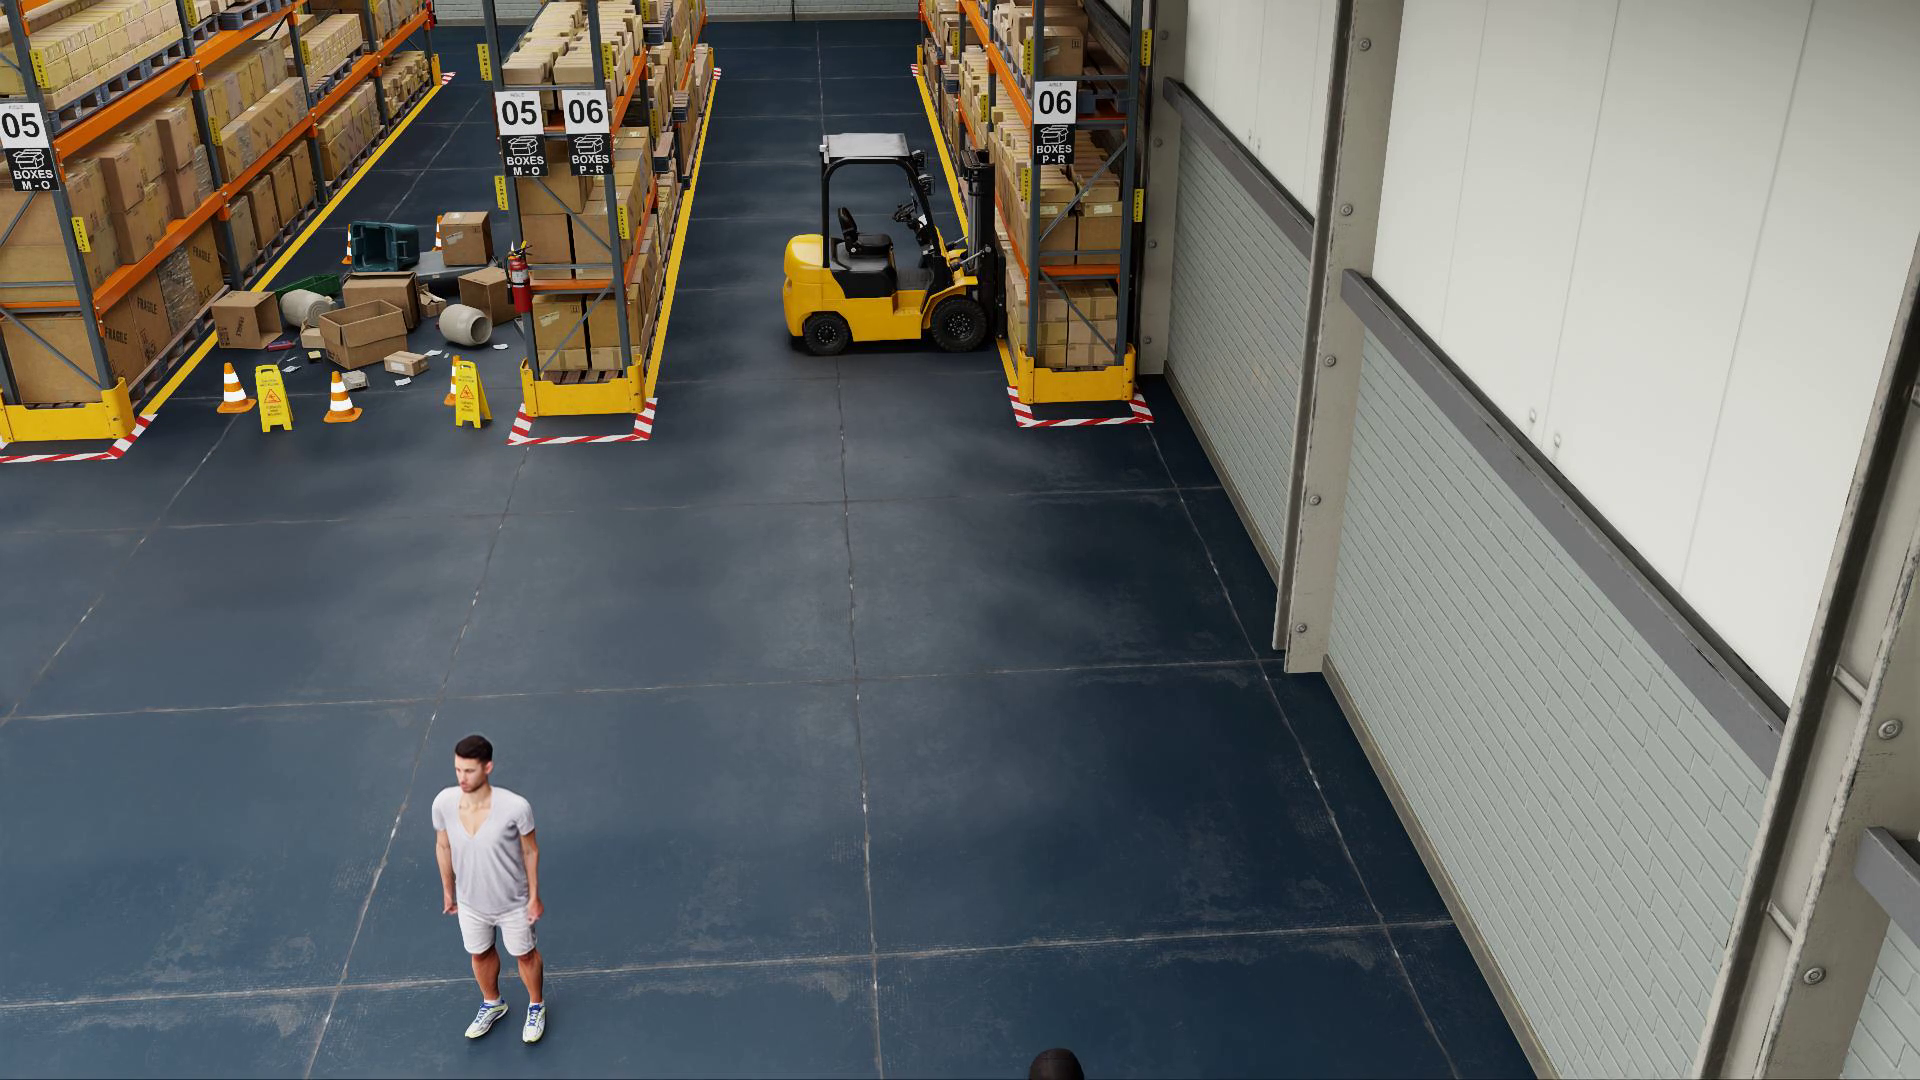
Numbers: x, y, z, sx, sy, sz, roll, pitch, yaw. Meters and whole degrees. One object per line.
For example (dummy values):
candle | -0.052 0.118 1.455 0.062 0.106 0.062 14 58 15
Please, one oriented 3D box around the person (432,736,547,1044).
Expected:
person | -2.420 1.808 8.652 0.725 1.854 0.625 3 27 6
